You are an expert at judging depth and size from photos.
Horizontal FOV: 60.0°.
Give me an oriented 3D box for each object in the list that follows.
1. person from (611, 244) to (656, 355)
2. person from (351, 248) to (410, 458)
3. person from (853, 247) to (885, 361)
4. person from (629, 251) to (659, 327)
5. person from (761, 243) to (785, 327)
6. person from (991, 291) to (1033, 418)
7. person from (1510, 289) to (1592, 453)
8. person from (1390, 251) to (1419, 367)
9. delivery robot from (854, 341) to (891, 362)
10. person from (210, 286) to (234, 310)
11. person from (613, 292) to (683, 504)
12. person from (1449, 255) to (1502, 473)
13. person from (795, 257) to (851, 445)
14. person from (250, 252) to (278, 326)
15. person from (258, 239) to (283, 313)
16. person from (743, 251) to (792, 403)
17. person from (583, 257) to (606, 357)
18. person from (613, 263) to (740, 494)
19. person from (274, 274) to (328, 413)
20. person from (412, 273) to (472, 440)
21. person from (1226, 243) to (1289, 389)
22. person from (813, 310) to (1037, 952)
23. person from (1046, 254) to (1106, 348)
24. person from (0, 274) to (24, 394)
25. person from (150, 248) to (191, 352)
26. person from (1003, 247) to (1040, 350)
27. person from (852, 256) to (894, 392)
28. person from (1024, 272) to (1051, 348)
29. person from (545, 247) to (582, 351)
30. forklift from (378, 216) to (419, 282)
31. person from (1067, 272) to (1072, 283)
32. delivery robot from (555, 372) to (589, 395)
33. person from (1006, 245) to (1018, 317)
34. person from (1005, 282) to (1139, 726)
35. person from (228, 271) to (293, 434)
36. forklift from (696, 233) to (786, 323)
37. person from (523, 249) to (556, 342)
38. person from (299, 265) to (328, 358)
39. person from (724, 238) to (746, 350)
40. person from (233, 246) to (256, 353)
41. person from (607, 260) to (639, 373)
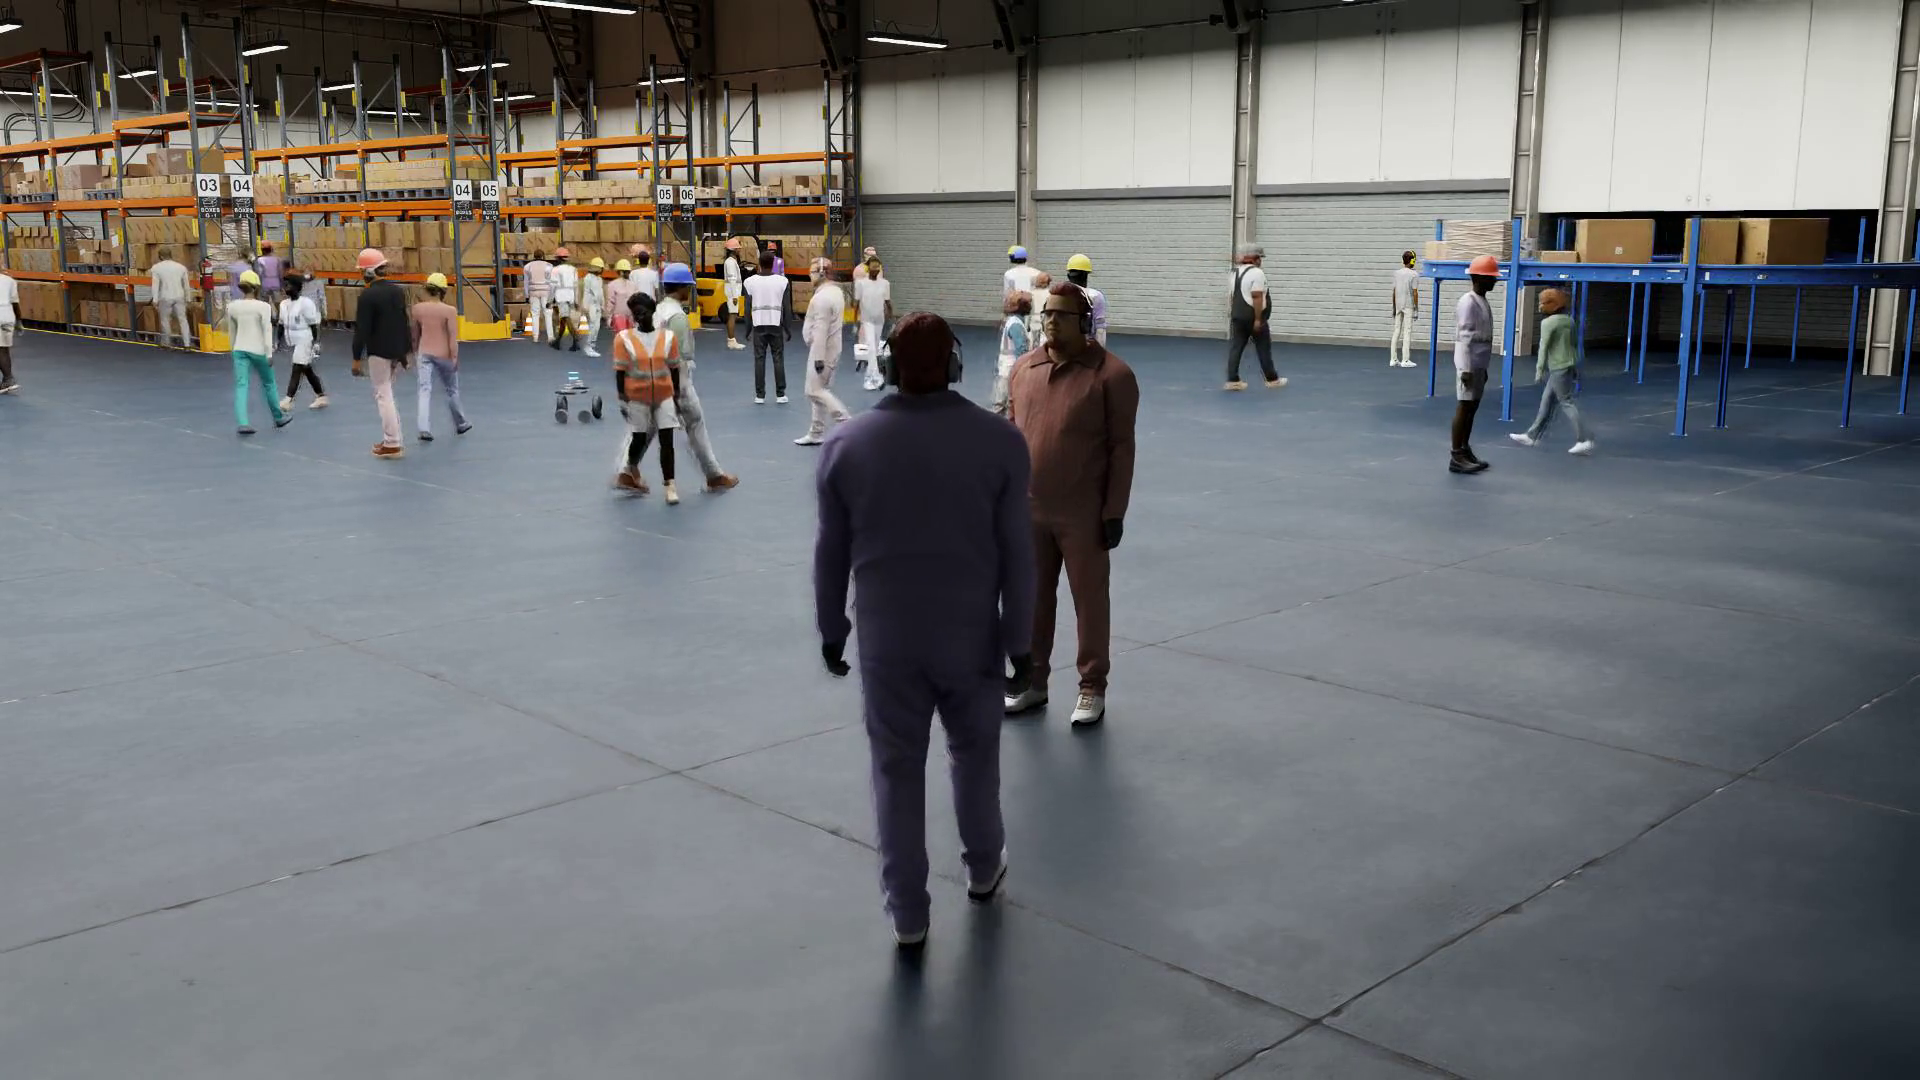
[{"bbox_3d":[-5.432,-4.015,28.153,1.031,1.939,0.624,0,10,0],"label":"person"},{"bbox_3d":[-5.579,-1.771,15.830,0.573,1.979,0.653,3,11,17],"label":"person"},{"bbox_3d":[-1.511,-4.001,28.213,0.408,1.908,0.645,8,13,38],"label":"person"},{"bbox_3d":[-5.128,-3.753,26.999,0.498,1.861,0.328,-3,11,-18],"label":"person"},{"bbox_3d":[-4.342,-5.934,38.672,0.544,1.936,0.359,-1,10,-6],"label":"person"},{"bbox_3d":[0.595,-1.510,15.481,0.885,1.588,0.524,2,11,9],"label":"person"},{"bbox_3d":[5.860,-1.661,16.313,0.884,1.583,0.530,9,14,40],"label":"person"},{"bbox_3d":[7.199,-3.732,26.889,0.311,1.861,0.510,-8,13,-38],"label":"person"},{"bbox_3d":[-1.319,-2.966,26.114,0.707,0.478,0.477,8,13,38],"label":"delivery robot"},{"bbox_3d":[-15.758,-5.320,35.466,0.337,1.882,0.585,9,14,41],"label":"person"},{"bbox_3d":[-2.501,-1.147,13.271,0.548,1.673,0.625,-4,11,-23],"label":"person"},{"bbox_3d":[4.640,-1.583,14.941,0.373,1.935,0.551,7,12,33],"label":"person"},{"bbox_3d":[-1.372,-1.880,16.677,0.625,1.894,0.667,2,11,9],"label":"person"},{"bbox_3d":[-16.315,-5.910,38.937,0.582,1.800,0.914,-9,14,-42],"label":"person"},{"bbox_3d":[-15.106,-5.569,36.467,0.616,2.025,0.856,-10,14,-43],"label":"person"},{"bbox_3d":[-2.431,-2.695,21.063,0.597,1.915,0.371,-1,10,-4],"label":"person"},{"bbox_3d":[-6.378,-4.065,29.053,0.423,1.719,0.503,4,11,19],"label":"person"},{"bbox_3d":[-2.382,-1.316,13.627,1.055,1.898,0.608,-6,12,-31],"label":"person"},{"bbox_3d":[-7.984,-2.365,19.978,0.548,1.640,0.889,6,12,30],"label":"person"},{"bbox_3d":[-5.442,-1.916,17.343,0.539,1.717,0.899,1,10,8],"label":"person"},{"bbox_3d":[4.105,-3.076,22.920,0.930,2.000,0.706,-5,11,-24],"label":"person"},{"bbox_3d":[-0.096,0.248,5.083,0.677,1.881,0.766,1,10,5],"label":"person"},{"bbox_3d":[1.143,-1.830,16.323,0.594,1.922,0.375,3,11,18],"label":"person"},{"bbox_3d":[-12.898,-2.936,22.379,0.712,1.929,0.627,6,12,28],"label":"person"},{"bbox_3d":[-14.335,-4.354,30.215,1.028,1.867,0.714,10,14,44],"label":"person"},{"bbox_3d":[0.995,-3.695,26.480,0.618,1.928,0.601,0,10,1],"label":"person"},{"bbox_3d":[-1.130,-2.921,22.540,0.555,1.822,0.941,-5,12,-26],"label":"person"},{"bbox_3d":[1.158,-3.010,23.654,0.502,1.599,0.859,5,12,26],"label":"person"},{"bbox_3d":[-7.297,-4.431,30.624,0.988,1.890,0.562,7,13,34],"label":"person"},{"bbox_3d":[-17.868,-9.201,54.028,1.873,2.768,1.129,-10,14,-44],"label":"forklift"},{"bbox_3d":[1.615,-2.907,22.938,0.529,1.658,0.868,4,11,19],"label":"person"},{"bbox_3d":[-4.450,-1.817,19.143,0.335,0.223,0.698,0,10,2],"label":"delivery robot"},{"bbox_3d":[1.170,-4.893,33.064,0.516,1.908,0.608,1,10,5],"label":"person"},{"bbox_3d":[0.440,-0.160,7.253,0.642,1.913,0.408,6,12,31],"label":"person"},{"bbox_3d":[-7.576,-2.020,17.893,0.545,1.712,0.900,1,10,7],"label":"person"},{"bbox_3d":[-5.496,-6.489,41.108,2.313,2.155,1.214,-10,14,-44],"label":"forklift"},{"bbox_3d":[-8.333,-4.859,33.072,0.634,1.839,0.429,-1,10,-5],"label":"person"},{"bbox_3d":[-11.134,-3.907,28.545,0.515,1.587,0.843,-5,11,-23],"label":"person"},{"bbox_3d":[-4.203,-4.578,30.967,0.357,2.047,0.615,-2,11,-11],"label":"person"},{"bbox_3d":[-12.770,-4.303,29.836,0.692,1.917,0.628,-2,11,-8],"label":"person"},{"bbox_3d":[-4.998,-3.352,25.117,0.832,1.728,0.548,10,14,44],"label":"person"}]
